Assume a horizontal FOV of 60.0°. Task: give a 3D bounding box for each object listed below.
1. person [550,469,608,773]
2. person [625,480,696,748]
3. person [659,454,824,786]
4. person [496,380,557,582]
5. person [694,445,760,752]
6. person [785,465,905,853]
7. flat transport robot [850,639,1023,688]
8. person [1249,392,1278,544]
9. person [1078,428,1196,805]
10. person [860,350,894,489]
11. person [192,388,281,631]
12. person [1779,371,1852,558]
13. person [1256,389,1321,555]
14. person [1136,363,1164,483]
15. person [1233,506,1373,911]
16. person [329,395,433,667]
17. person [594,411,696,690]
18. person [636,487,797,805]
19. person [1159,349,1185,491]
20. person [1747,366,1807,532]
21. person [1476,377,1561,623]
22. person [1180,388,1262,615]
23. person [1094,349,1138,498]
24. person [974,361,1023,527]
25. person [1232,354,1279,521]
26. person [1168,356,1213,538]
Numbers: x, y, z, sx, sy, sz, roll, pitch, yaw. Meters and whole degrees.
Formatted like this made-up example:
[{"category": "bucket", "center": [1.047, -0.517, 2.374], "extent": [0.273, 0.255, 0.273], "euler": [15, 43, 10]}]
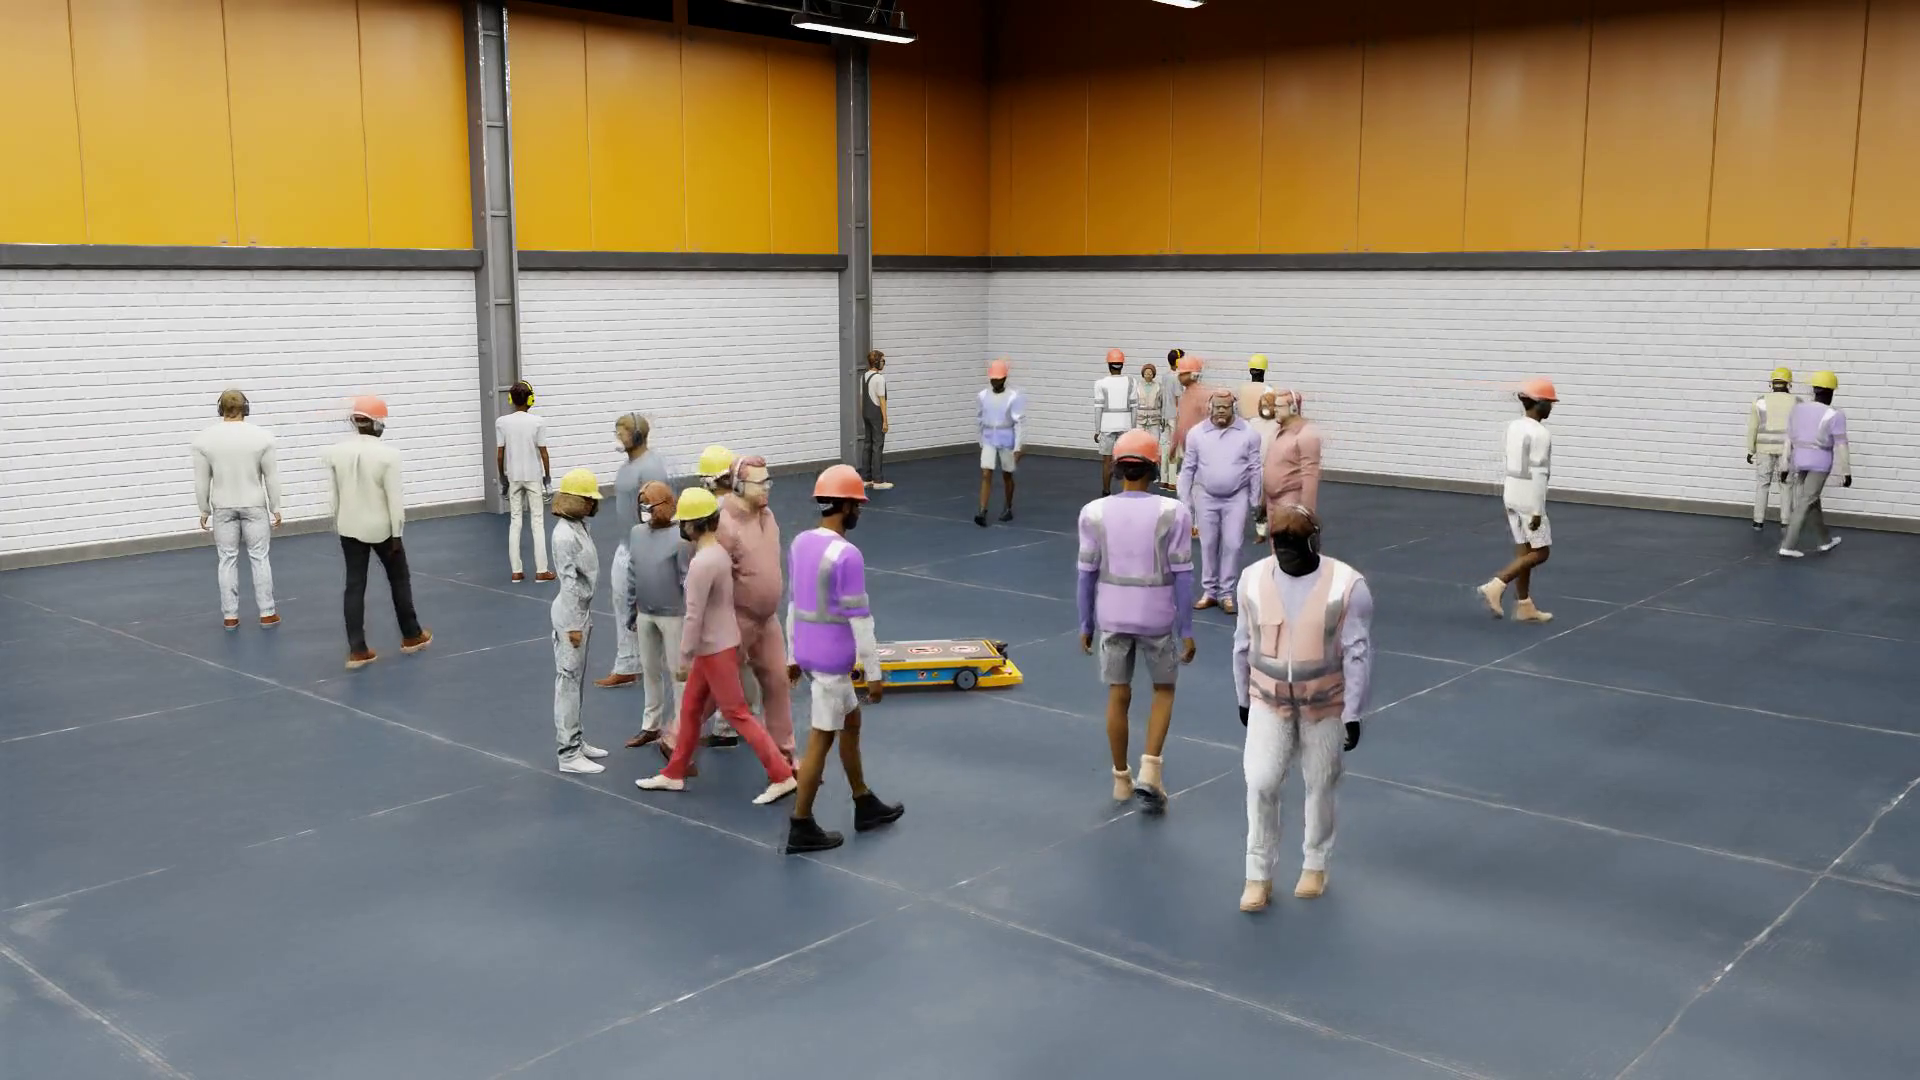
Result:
[{"category": "person", "center": [-2.183, 0.456, 9.552], "extent": [0.311, 1.736, 0.483], "euler": [-1, 9, -6]}, {"category": "person", "center": [-1.782, 0.453, 9.887], "extent": [0.498, 1.633, 0.279], "euler": [5, 10, 30]}, {"category": "person", "center": [-1.269, 0.442, 9.251], "extent": [0.950, 1.870, 0.657], "euler": [4, 10, 26]}, {"category": "person", "center": [-4.004, -0.535, 15.352], "extent": [0.507, 1.872, 0.329], "euler": [1, 9, 5]}, {"category": "person", "center": [-1.407, 0.346, 9.947], "extent": [0.404, 1.827, 0.600], "euler": [5, 10, 27]}, {"category": "person", "center": [-0.536, 0.579, 8.264], "extent": [0.868, 1.895, 0.583], "euler": [-6, 11, -32]}, {"category": "flat transport robot", "center": [-0.325, 0.864, 11.571], "extent": [1.431, 0.197, 0.652], "euler": [-1, 9, -9]}, {"category": "person", "center": [3.289, -0.768, 17.646], "extent": [0.502, 1.611, 0.461], "euler": [5, 10, 30]}, {"category": "person", "center": [0.939, 0.426, 8.833], "extent": [0.653, 2.029, 0.490], "euler": [3, 10, 18]}, {"category": "person", "center": [-1.124, -1.594, 22.079], "extent": [0.331, 1.844, 0.521], "euler": [-7, 11, -37]}, {"category": "person", "center": [-5.759, -0.242, 13.303], "extent": [0.635, 1.936, 0.353], "euler": [-3, 9, -16]}, {"category": "person", "center": [8.640, -0.757, 16.734], "extent": [1.009, 1.868, 0.615], "euler": [-4, 10, -25]}, {"category": "person", "center": [2.725, -0.313, 13.906], "extent": [0.405, 1.908, 0.671], "euler": [-2, 9, -15]}, {"category": "person", "center": [2.553, -1.589, 22.700], "extent": [0.510, 1.639, 0.308], "euler": [1, 9, 5]}, {"category": "person", "center": [1.497, 0.755, 7.418], "extent": [0.642, 1.813, 0.705], "euler": [4, 10, 22]}, {"category": "person", "center": [-4.296, -0.092, 12.275], "extent": [0.630, 1.955, 0.908], "euler": [2, 9, 9]}, {"category": "person", "center": [-2.108, 0.066, 11.425], "extent": [0.799, 1.921, 0.629], "euler": [-6, 11, -33]}, {"category": "person", "center": [-1.294, 0.567, 8.926], "extent": [0.930, 1.715, 0.521], "euler": [1, 9, 4]}, {"category": "person", "center": [2.826, -1.576, 21.902], "extent": [0.316, 1.867, 0.531], "euler": [-3, 10, -18]}, {"category": "person", "center": [9.045, -1.004, 18.425], "extent": [0.597, 1.828, 0.403], "euler": [4, 10, 24]}, {"category": "person", "center": [4.528, -0.309, 13.454], "extent": [0.606, 2.023, 0.604], "euler": [-1, 9, -9]}, {"category": "person", "center": [2.188, -0.329, 13.988], "extent": [0.675, 1.892, 0.436], "euler": [2, 9, 14]}, {"category": "person", "center": [1.908, -1.380, 20.457], "extent": [0.545, 1.935, 0.369], "euler": [-1, 9, -6]}, {"category": "person", "center": [0.434, -1.092, 18.841], "extent": [0.558, 1.867, 1.022], "euler": [3, 9, 16]}, {"category": "person", "center": [3.409, -1.172, 19.173], "extent": [0.585, 1.928, 0.369], "euler": [4, 10, 24]}, {"category": "person", "center": [2.389, -0.975, 17.786], "extent": [0.734, 1.969, 0.662], "euler": [-3, 9, -16]}]
